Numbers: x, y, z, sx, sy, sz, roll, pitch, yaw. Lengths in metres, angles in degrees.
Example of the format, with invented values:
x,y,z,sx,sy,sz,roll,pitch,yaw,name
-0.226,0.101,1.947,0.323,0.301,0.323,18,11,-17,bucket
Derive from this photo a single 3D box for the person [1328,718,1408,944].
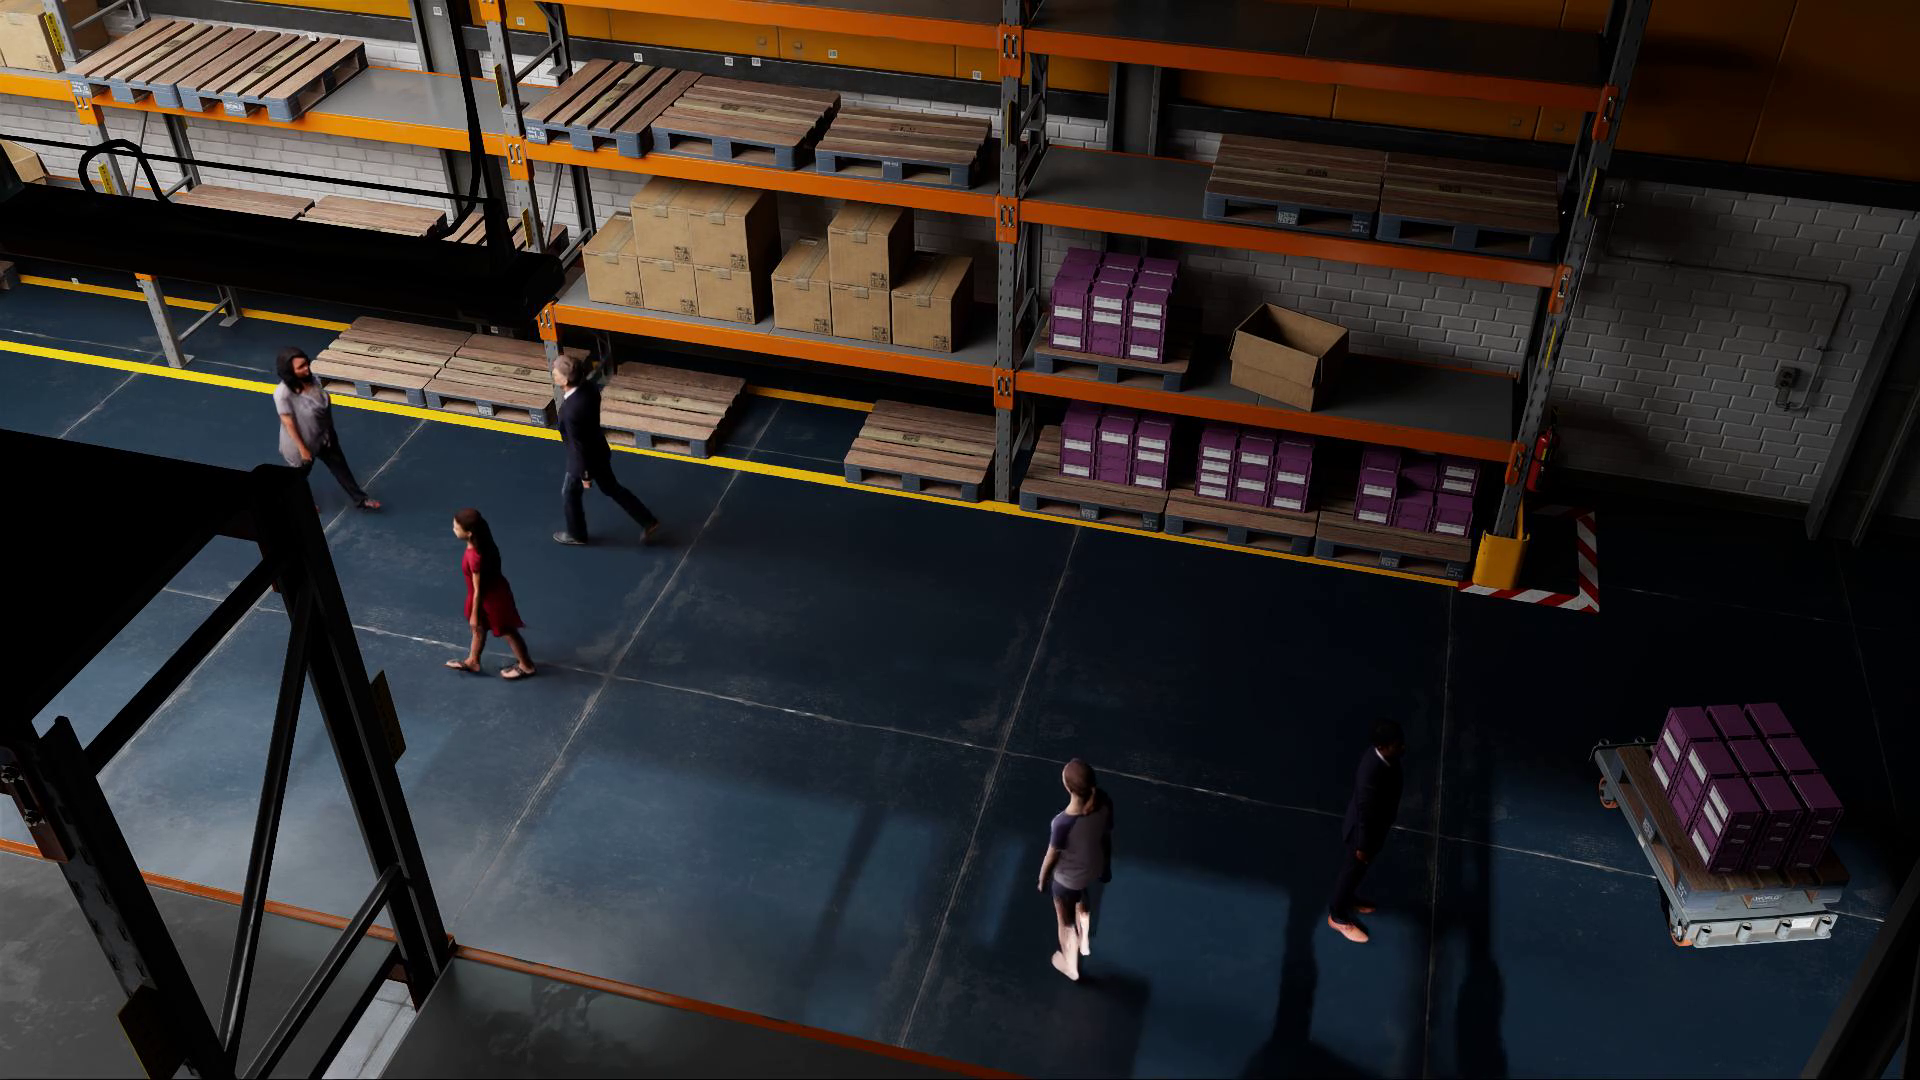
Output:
x,y,z,sx,sy,sz,roll,pitch,yaw,name
2.457,1.720,10.063,0.581,1.727,0.659,15,41,18,person

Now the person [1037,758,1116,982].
x,y,z,sx,sy,sz,roll,pitch,yaw,name
0.730,1.987,9.708,0.729,1.753,0.788,-21,43,-24,person

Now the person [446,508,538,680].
x,y,z,sx,sy,sz,roll,pitch,yaw,name
-3.275,0.396,11.876,0.957,1.534,0.782,-7,39,-8,person

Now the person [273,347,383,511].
x,y,z,sx,sy,sz,roll,pitch,yaw,name
-5.324,-0.866,13.427,1.036,1.569,0.649,11,40,13,person

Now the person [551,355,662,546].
x,y,z,sx,sy,sz,roll,pitch,yaw,name
-2.836,-0.663,12.996,1.107,1.790,0.643,10,40,12,person
